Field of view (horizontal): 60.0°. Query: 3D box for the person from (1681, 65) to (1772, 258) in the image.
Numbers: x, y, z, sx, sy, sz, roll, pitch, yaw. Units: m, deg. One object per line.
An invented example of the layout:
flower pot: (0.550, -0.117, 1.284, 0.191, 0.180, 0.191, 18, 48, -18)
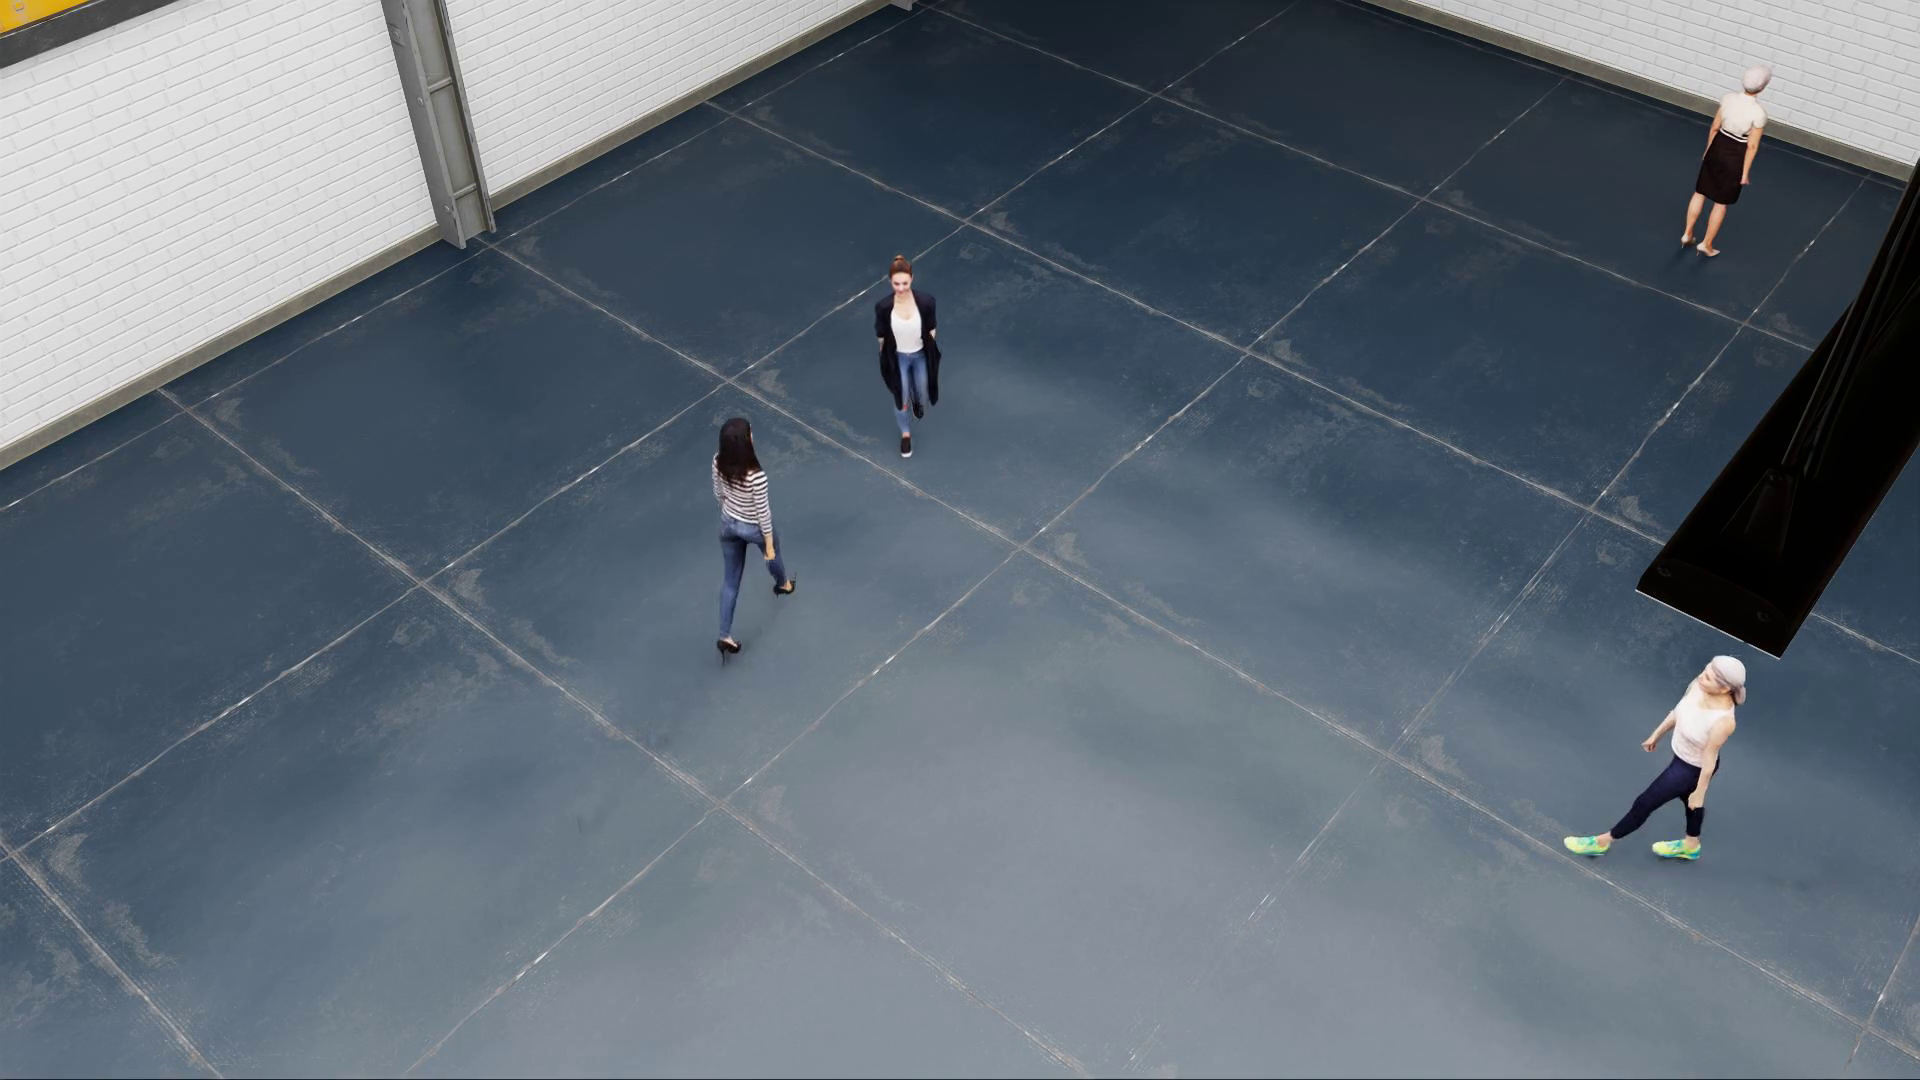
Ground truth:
person: (6.486, -3.204, 14.091, 0.640, 1.755, 0.684, -21, 48, -21)

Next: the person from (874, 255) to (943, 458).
person: (-0.387, -1.399, 12.258, 0.868, 1.670, 0.929, -3, 44, -3)

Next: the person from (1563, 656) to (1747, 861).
person: (4.235, 1.286, 9.442, 1.041, 1.667, 1.085, 5, 44, 5)

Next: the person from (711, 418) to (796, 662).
person: (-1.441, 0.015, 10.720, 0.768, 1.744, 1.158, 22, 48, 21)
